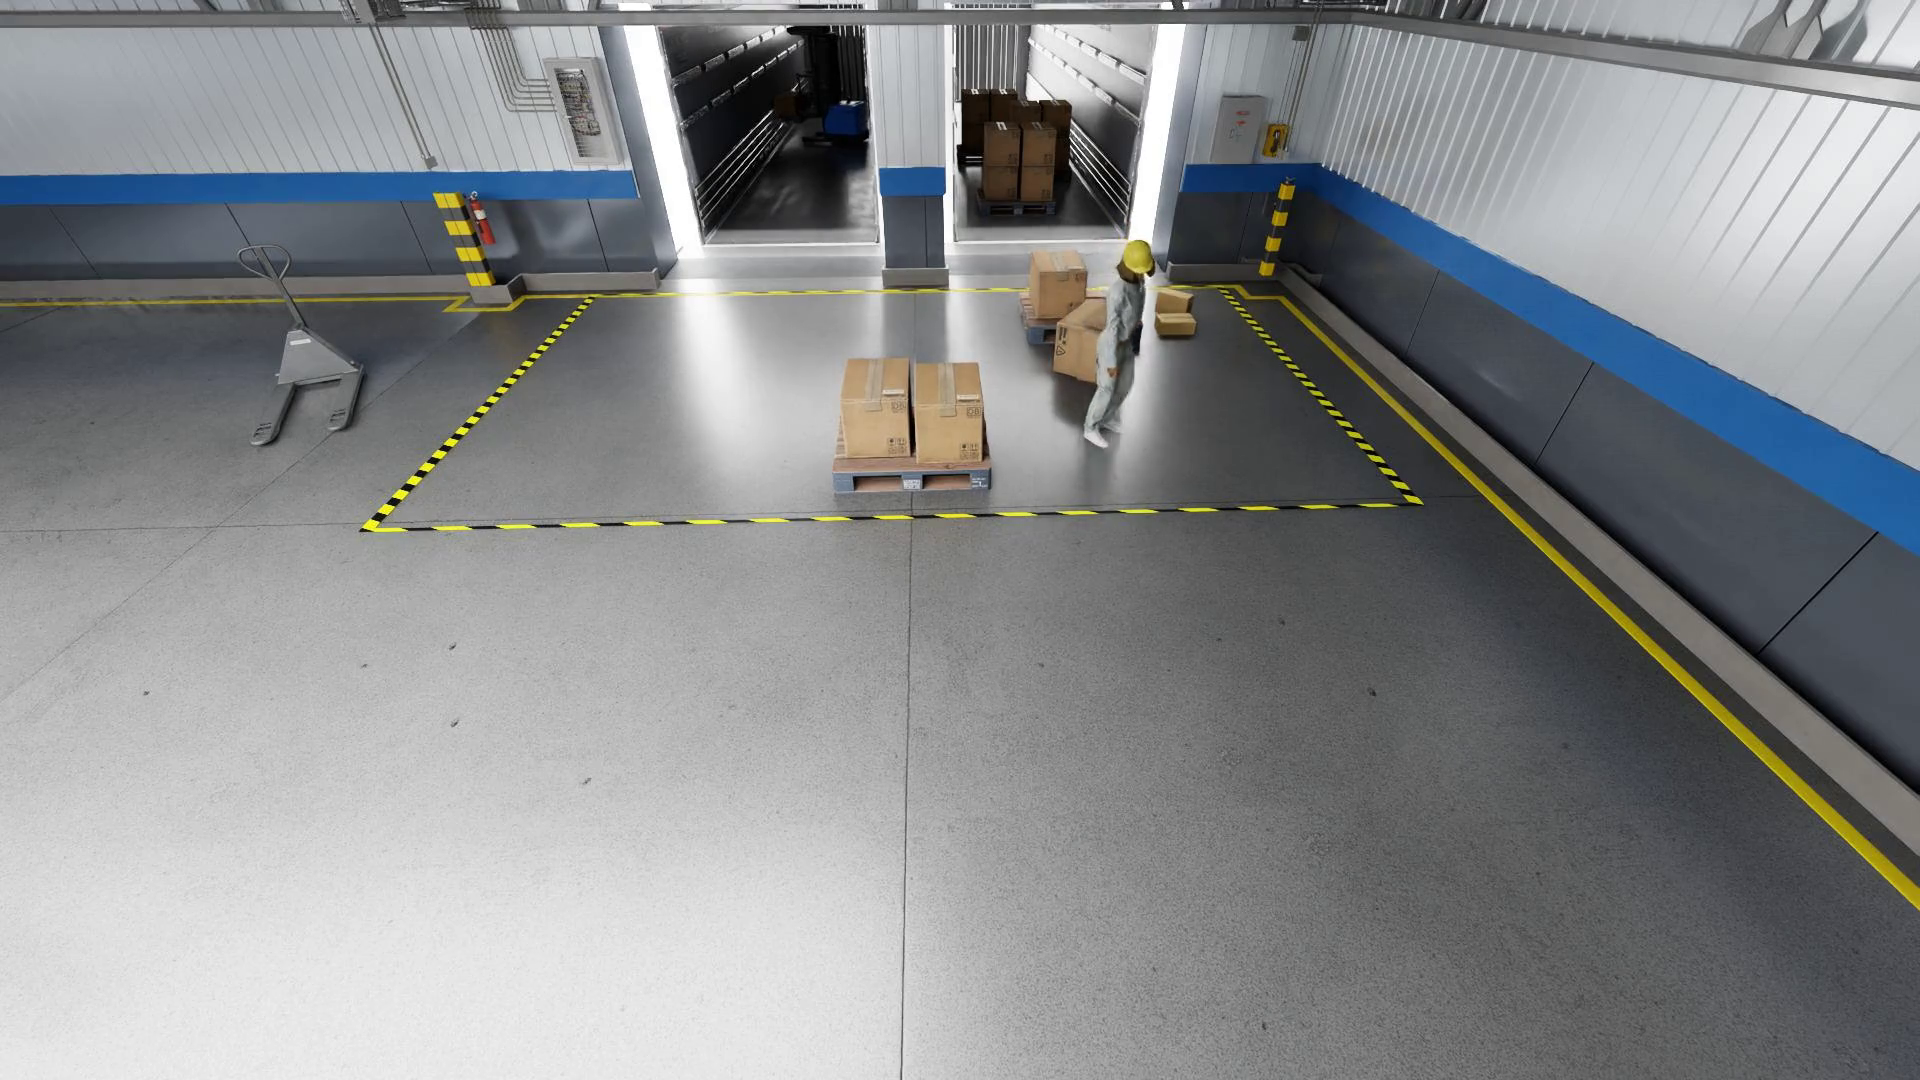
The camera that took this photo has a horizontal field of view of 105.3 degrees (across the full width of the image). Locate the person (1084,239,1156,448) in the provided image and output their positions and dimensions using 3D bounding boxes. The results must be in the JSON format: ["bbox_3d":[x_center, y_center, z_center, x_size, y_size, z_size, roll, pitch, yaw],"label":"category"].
[{"bbox_3d":[1.230,-1.476,5.667,0.425,1.702,0.542,26,45,29],"label":"person"}]

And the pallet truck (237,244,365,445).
[{"bbox_3d":[-5.915,-1.733,6.366,0.680,1.201,1.601,-18,42,-21],"label":"pallet truck"}]

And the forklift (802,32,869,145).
[{"bbox_3d":[-2.552,-9.624,15.665,0.776,2.013,0.716,12,40,15],"label":"forklift"}]
